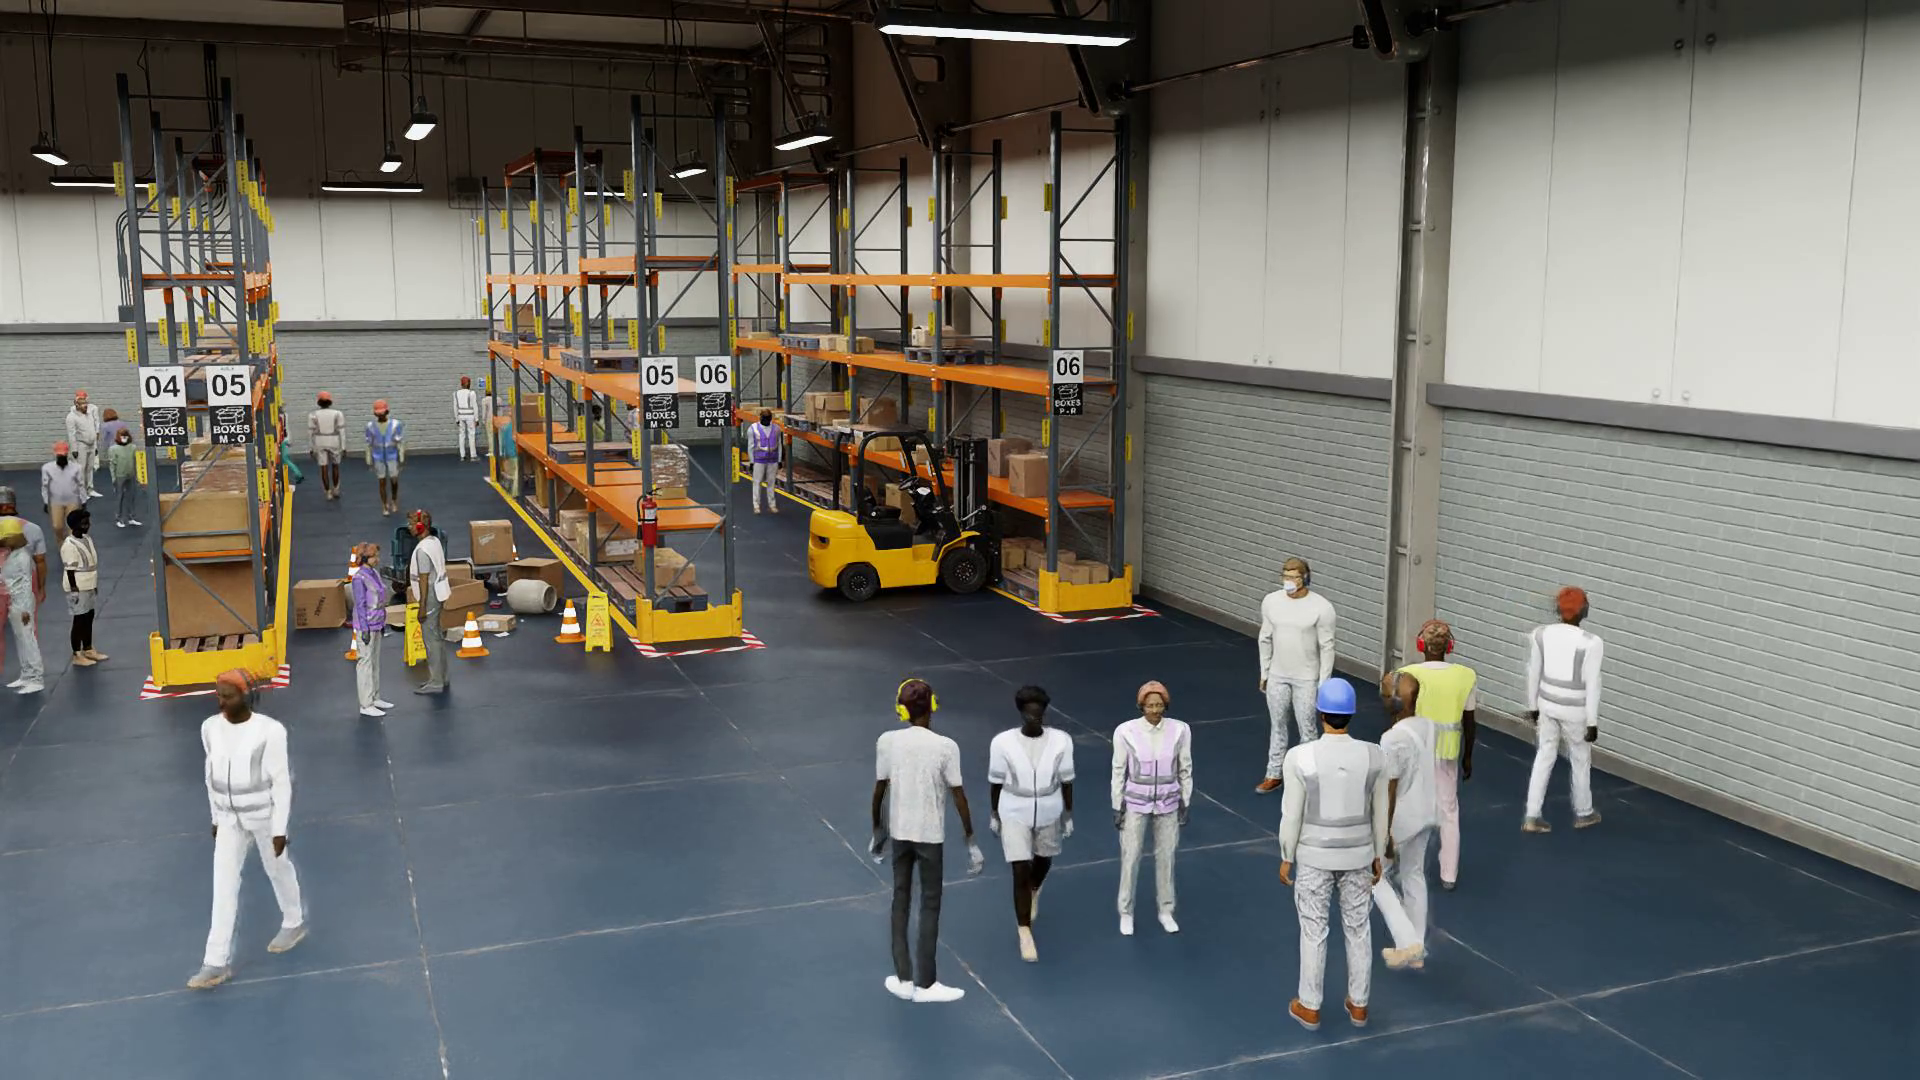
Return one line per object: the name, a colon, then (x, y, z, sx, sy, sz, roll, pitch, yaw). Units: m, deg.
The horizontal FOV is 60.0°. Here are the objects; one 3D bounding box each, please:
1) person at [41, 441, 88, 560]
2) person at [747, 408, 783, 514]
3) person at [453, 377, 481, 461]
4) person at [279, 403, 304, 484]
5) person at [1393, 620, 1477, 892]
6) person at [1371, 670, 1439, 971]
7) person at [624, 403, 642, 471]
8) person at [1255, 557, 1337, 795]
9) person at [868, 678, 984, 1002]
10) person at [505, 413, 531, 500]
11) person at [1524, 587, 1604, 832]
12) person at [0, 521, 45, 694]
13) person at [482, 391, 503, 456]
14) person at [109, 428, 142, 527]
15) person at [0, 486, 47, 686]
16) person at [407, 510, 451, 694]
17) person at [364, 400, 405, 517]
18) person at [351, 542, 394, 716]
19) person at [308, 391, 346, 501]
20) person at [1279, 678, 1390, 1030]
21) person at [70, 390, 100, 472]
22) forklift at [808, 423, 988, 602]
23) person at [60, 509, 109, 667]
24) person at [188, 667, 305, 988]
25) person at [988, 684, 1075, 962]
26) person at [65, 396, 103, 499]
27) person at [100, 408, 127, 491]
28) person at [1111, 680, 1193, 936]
person: (-12.975, -0.563, 24.115, 0.588, 1.737, 0.454, -5, 10, -28)
person: (-3.377, -1.370, 28.919, 0.620, 1.838, 0.430, -4, 10, -25)
person: (-11.007, -2.702, 37.137, 0.574, 1.887, 0.355, 2, 9, 15)
person: (-13.402, -1.958, 32.937, 0.837, 1.731, 0.521, 0, 9, 2)
person: (3.153, 1.453, 11.111, 0.570, 1.843, 0.372, 0, 9, -3)
person: (2.618, 1.665, 9.845, 0.530, 1.829, 0.396, -6, 11, -35)
person: (-6.440, -1.998, 32.925, 0.404, 1.824, 0.590, -3, 10, -18)
person: (2.644, 1.086, 13.130, 0.629, 1.940, 0.377, 7, 11, 37)
person: (-0.195, 1.713, 9.499, 0.676, 1.848, 0.372, 4, 10, 21)
person: (-8.102, -1.609, 30.718, 0.572, 1.731, 0.568, 9, 13, 44)
person: (4.482, 1.256, 12.325, 0.811, 1.859, 0.595, -8, 12, -40)
person: (-9.375, 0.660, 16.502, 0.566, 1.728, 0.345, 8, 12, 42)
person: (-10.715, -2.728, 38.096, 0.507, 1.631, 0.271, -8, 12, -41)
person: (-13.751, -1.031, 27.416, 0.282, 1.631, 0.503, 6, 11, 32)
person: (-9.625, 0.447, 16.832, 0.685, 2.000, 0.535, -6, 11, -33)
person: (-5.245, 0.609, 16.474, 0.389, 1.837, 0.560, -2, 9, -10)
person: (-9.842, -1.391, 28.440, 0.640, 2.022, 0.531, -2, 9, -15)
person: (-5.564, 0.832, 15.676, 0.307, 1.639, 0.513, -1, 9, -4)
person: (-11.683, -1.743, 30.703, 0.636, 2.009, 0.924, -3, 10, -21)
person: (2.040, 1.718, 9.124, 0.606, 1.947, 0.406, -1, 9, -4)
person: (-18.397, -2.284, 34.981, 0.573, 1.738, 0.355, -2, 9, -11)
forklift: (-0.830, -0.399, 21.676, 2.313, 2.155, 1.214, -4, 10, -21)
person: (-9.301, 0.502, 17.602, 0.319, 1.688, 0.539, -1, 9, -6)
person: (-4.236, 1.661, 9.867, 0.600, 1.829, 0.973, 2, 9, 12)
person: (0.431, 1.674, 10.297, 0.533, 1.666, 0.804, -1, 9, -9)
person: (-16.229, -1.711, 30.837, 0.409, 1.907, 0.650, 1, 9, 7)
person: (-16.116, -1.715, 31.774, 0.412, 1.615, 0.511, 5, 10, 27)
person: (1.198, 1.673, 10.415, 0.519, 1.630, 0.319, -1, 9, -5)
